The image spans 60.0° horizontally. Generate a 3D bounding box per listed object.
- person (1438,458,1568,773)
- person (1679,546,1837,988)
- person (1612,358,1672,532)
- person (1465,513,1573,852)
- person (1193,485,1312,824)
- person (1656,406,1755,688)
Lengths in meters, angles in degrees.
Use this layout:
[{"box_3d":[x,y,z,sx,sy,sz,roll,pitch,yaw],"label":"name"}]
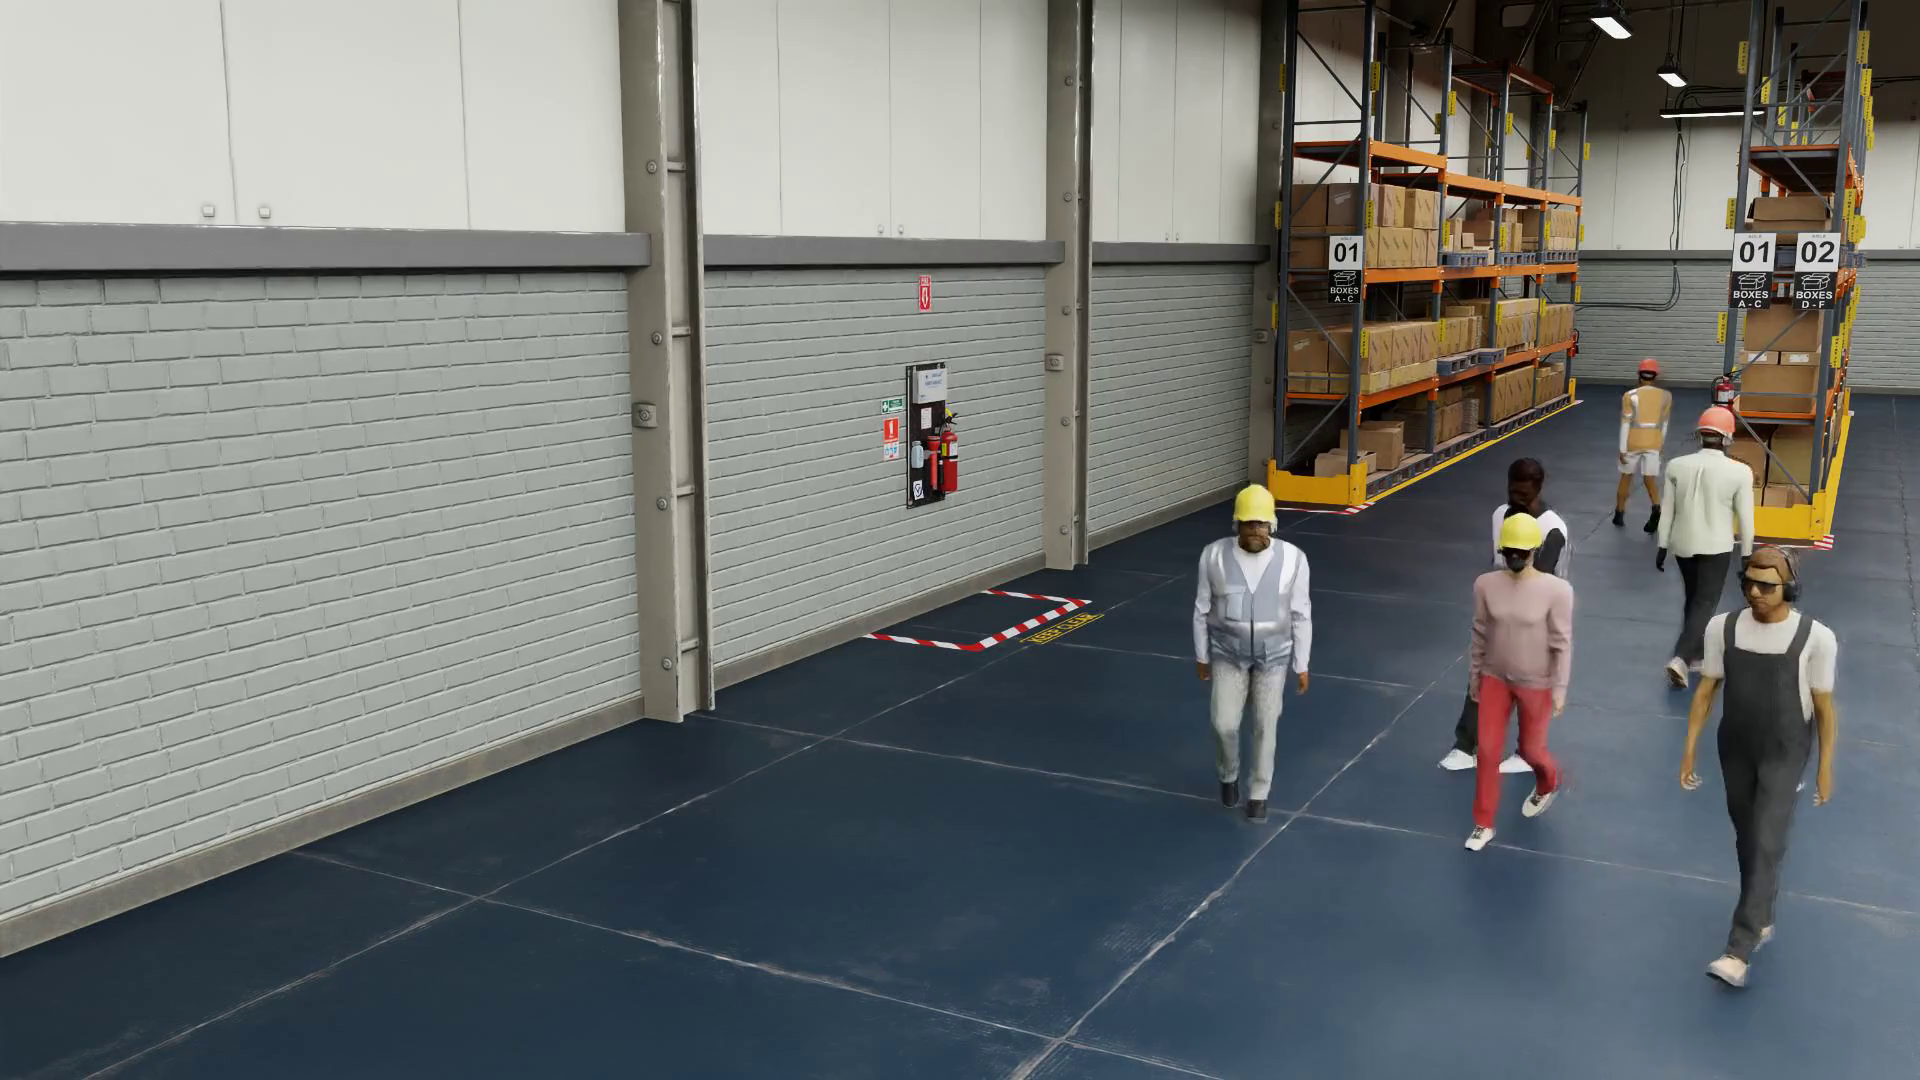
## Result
[{"box_3d":[3.098,0.462,9.445,0.773,1.870,0.640,-4,10,-22],"label":"person"},{"box_3d":[3.272,0.925,6.912,0.921,1.800,0.532,-9,13,-42],"label":"person"},{"box_3d":[7.495,-1.033,18.182,0.544,1.887,0.850,1,10,7],"label":"person"},{"box_3d":[2.880,0.692,8.472,0.538,1.733,0.684,8,13,40],"label":"person"},{"box_3d":[1.533,0.606,8.736,0.617,1.813,0.431,1,10,8],"label":"person"},{"box_3d":[5.198,0.042,11.668,0.973,1.960,0.636,-9,13,-41],"label":"person"}]
